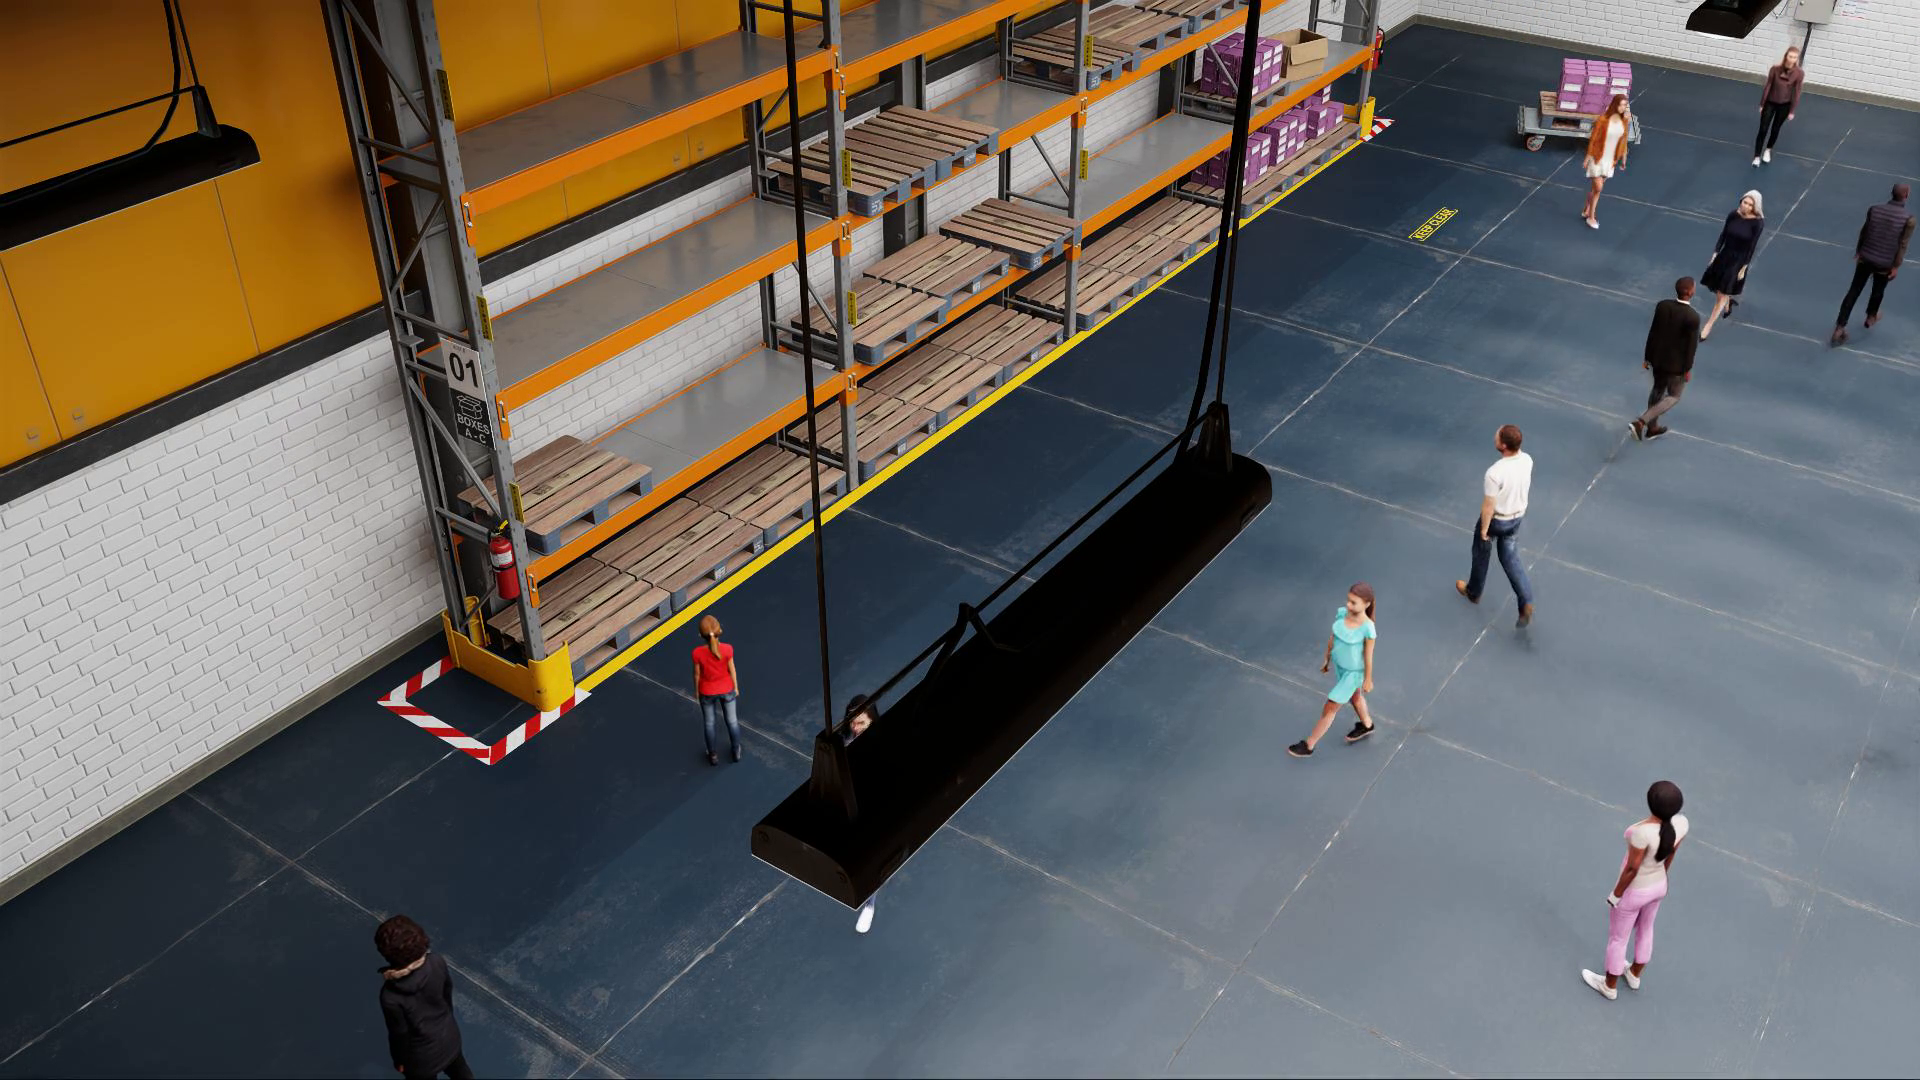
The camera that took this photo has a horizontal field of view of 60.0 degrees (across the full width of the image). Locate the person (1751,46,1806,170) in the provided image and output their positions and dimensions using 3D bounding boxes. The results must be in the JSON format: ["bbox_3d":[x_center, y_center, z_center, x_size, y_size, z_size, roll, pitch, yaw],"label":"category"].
[{"bbox_3d":[11.222,-5.952,22.825,0.740,1.654,1.123,15,36,21],"label":"person"}]

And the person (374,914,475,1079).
[{"bbox_3d":[-3.045,2.831,9.497,0.702,1.779,0.543,17,37,24],"label":"person"}]

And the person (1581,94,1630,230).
[{"bbox_3d":[8.143,-4.881,21.168,0.864,1.704,0.920,-8,34,-11],"label":"person"}]

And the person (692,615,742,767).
[{"bbox_3d":[-1.826,1.132,12.479,0.551,1.308,0.611,-6,34,-9],"label":"person"}]

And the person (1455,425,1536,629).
[{"bbox_3d":[4.579,-0.099,13.868,1.191,1.821,1.121,-13,36,-19],"label":"person"}]

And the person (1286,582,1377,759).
[{"bbox_3d":[2.990,0.963,12.546,1.127,1.515,0.914,-14,36,-20],"label":"person"}]

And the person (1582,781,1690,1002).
[{"bbox_3d":[4.290,2.196,10.487,0.612,1.742,0.719,-14,36,-20],"label":"person"}]

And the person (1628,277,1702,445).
[{"bbox_3d":[6.913,-1.724,16.341,1.046,1.789,0.907,-17,37,-24],"label":"person"}]

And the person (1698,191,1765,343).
[{"bbox_3d":[8.556,-3.038,18.372,0.960,1.730,0.760,-21,39,-29],"label":"person"}]

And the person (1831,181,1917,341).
[{"bbox_3d":[10.014,-3.012,18.289,1.294,1.779,0.917,-25,41,-32],"label":"person"}]
